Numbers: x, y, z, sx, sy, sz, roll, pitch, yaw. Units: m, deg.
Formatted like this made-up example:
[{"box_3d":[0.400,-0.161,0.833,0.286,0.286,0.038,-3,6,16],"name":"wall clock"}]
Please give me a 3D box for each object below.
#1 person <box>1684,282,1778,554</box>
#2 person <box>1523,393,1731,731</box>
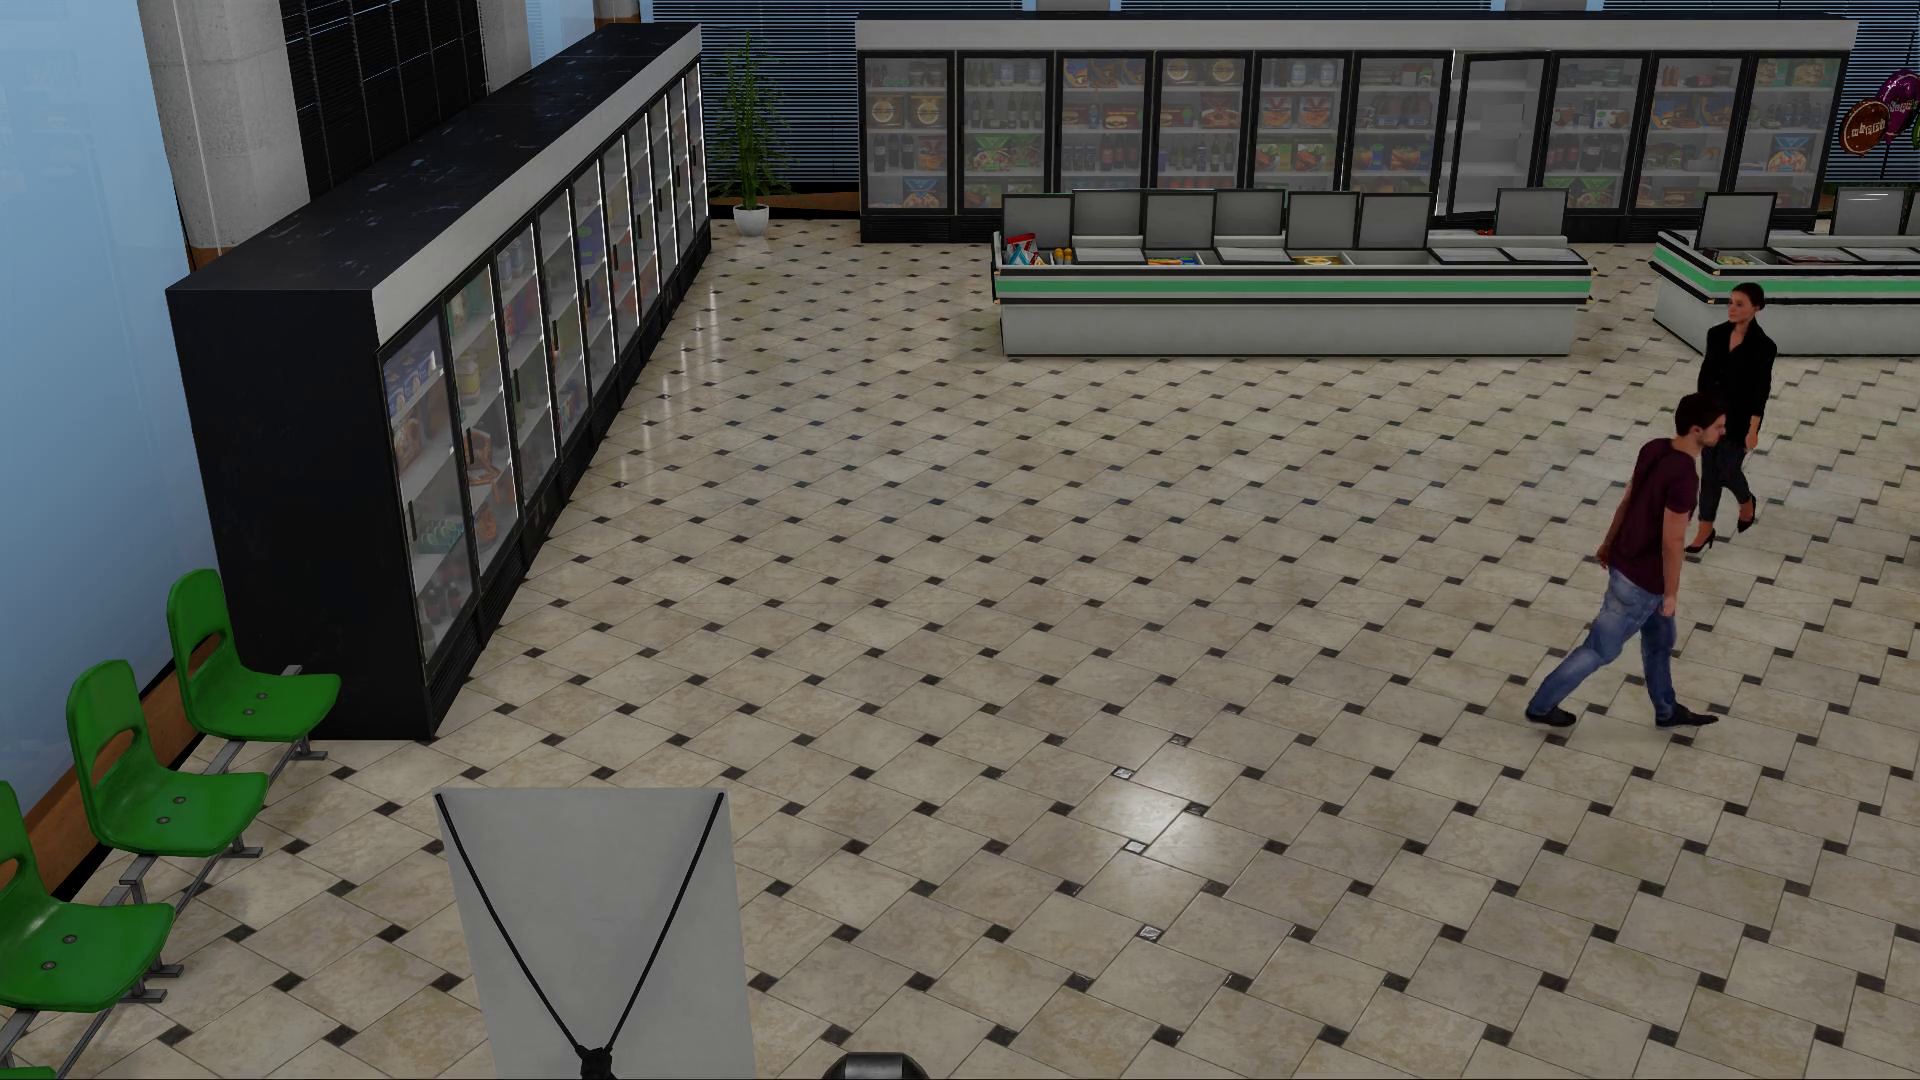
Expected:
[{"box_3d":[4.740,-0.730,10.107,0.899,1.703,0.815,-10,26,-22],"name":"person"},{"box_3d":[3.168,0.159,7.974,1.196,1.786,0.817,1,24,2],"name":"person"}]
